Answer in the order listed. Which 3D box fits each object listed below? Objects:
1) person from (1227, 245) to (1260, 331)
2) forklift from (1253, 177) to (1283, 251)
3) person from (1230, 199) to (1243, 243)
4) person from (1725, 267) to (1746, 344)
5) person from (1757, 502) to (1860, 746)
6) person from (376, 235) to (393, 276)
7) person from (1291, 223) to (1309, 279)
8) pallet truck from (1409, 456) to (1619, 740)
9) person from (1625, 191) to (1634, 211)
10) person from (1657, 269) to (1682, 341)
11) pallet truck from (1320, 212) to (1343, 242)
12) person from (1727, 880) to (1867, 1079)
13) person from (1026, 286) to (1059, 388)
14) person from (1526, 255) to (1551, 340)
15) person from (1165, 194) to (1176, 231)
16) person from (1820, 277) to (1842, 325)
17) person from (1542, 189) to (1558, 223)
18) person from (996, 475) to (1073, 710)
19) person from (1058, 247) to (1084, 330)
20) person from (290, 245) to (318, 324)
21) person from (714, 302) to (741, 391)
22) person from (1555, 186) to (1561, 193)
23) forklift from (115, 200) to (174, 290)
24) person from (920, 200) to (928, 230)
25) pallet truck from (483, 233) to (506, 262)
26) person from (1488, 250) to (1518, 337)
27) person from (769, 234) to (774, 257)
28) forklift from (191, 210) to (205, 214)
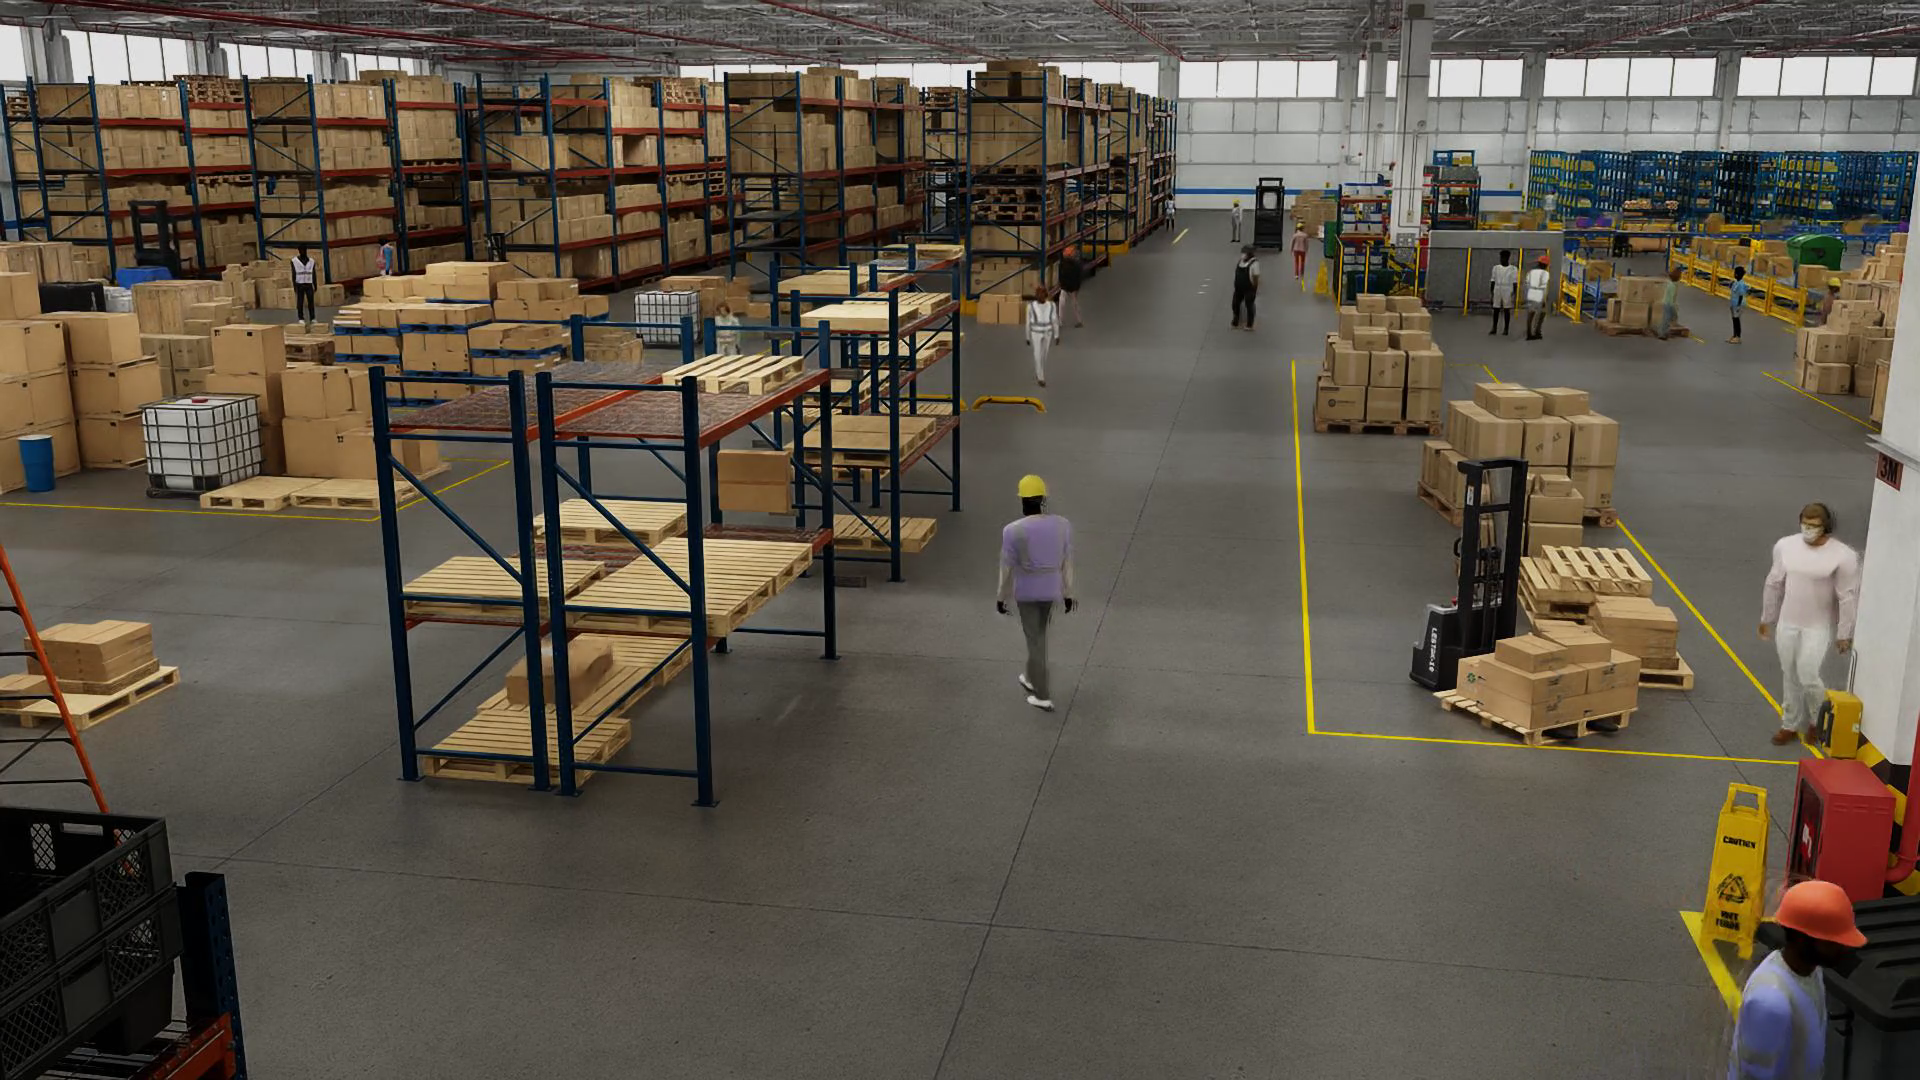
[{"bbox_3d":[6.580,-5.869,38.762,0.774,2.000,0.712,-10,17,-35],"label":"person"},{"bbox_3d":[12.083,-12.747,64.956,1.129,2.768,1.873,3,14,10],"label":"forklift"},{"bbox_3d":[11.587,-13.379,69.712,0.404,1.824,0.592,-10,17,-36],"label":"person"},{"bbox_3d":[17.160,-5.176,36.702,0.317,1.686,0.551,4,14,15],"label":"person"},{"bbox_3d":[6.370,0.648,12.552,0.432,1.925,0.644,-8,16,-29],"label":"person"},{"bbox_3d":[-15.700,-7.408,45.419,0.429,1.843,0.633,-8,16,-29],"label":"person"},{"bbox_3d":[10.787,-9.189,52.855,0.548,1.728,0.743,3,14,11],"label":"person"},{"bbox_3d":[4.504,0.400,13.395,0.823,1.965,1.885,-6,15,-23],"label":"pallet truck"},{"bbox_3d":[32.430,-16.061,80.579,0.404,1.828,0.591,-6,15,-24],"label":"person"},{"bbox_3d":[15.836,-5.229,37.033,0.480,1.606,0.521,7,15,25],"label":"person"},{"bbox_3d":[15.874,-13.227,70.310,0.680,1.201,1.601,10,17,35],"label":"pallet truck"},{"bbox_3d":[3.136,2.186,6.295,0.453,1.921,0.580,11,18,37],"label":"person"},{"bbox_3d":[1.499,-3.756,30.627,0.580,1.839,0.998,-3,14,-14],"label":"person"},{"bbox_3d":[12.932,-5.412,37.198,0.600,1.896,0.570,-9,16,-33],"label":"person"},{"bbox_3d":[9.809,-15.255,77.574,0.542,1.696,0.316,0,14,1],"label":"person"},{"bbox_3d":[17.432,-4.422,33.493,0.531,1.748,0.722,-10,17,-35],"label":"person"},{"bbox_3d":[28.258,-15.831,79.549,0.985,1.874,0.681,-12,18,-40],"label":"person"},{"bbox_3d":[0.559,0.395,13.593,0.600,1.898,0.838,-7,15,-25],"label":"person"},{"bbox_3d":[2.606,-5.934,39.228,0.630,1.951,1.009,11,18,38],"label":"person"},{"bbox_3d":[-15.928,-6.212,40.432,0.588,1.911,0.394,-12,18,-39],"label":"person"},{"bbox_3d":[-4.172,-3.429,29.707,0.536,1.616,0.549,0,14,0],"label":"person"},{"bbox_3d":[31.446,-17.890,88.052,0.719,1.807,0.406,-4,14,-16],"label":"person"},{"bbox_3d":[-21.351,-7.574,43.953,1.129,2.768,1.873,3,14,10],"label":"forklift"},{"bbox_3d":[-1.623,-14.600,74.704,0.590,1.794,0.800,3,14,11],"label":"person"},{"bbox_3d":[-11.832,-7.026,43.548,1.885,1.965,0.823,8,16,28],"label":"pallet truck"},{"bbox_3d":[12.383,-5.625,37.928,0.614,1.960,0.363,10,17,36],"label":"person"},{"bbox_3d":[-6.756,-11.299,61.599,0.857,1.632,0.588,-9,16,-31],"label":"person"},{"bbox_3d":[-25.597,-10.535,55.978,1.873,2.768,1.129,3,14,10],"label":"forklift"}]
